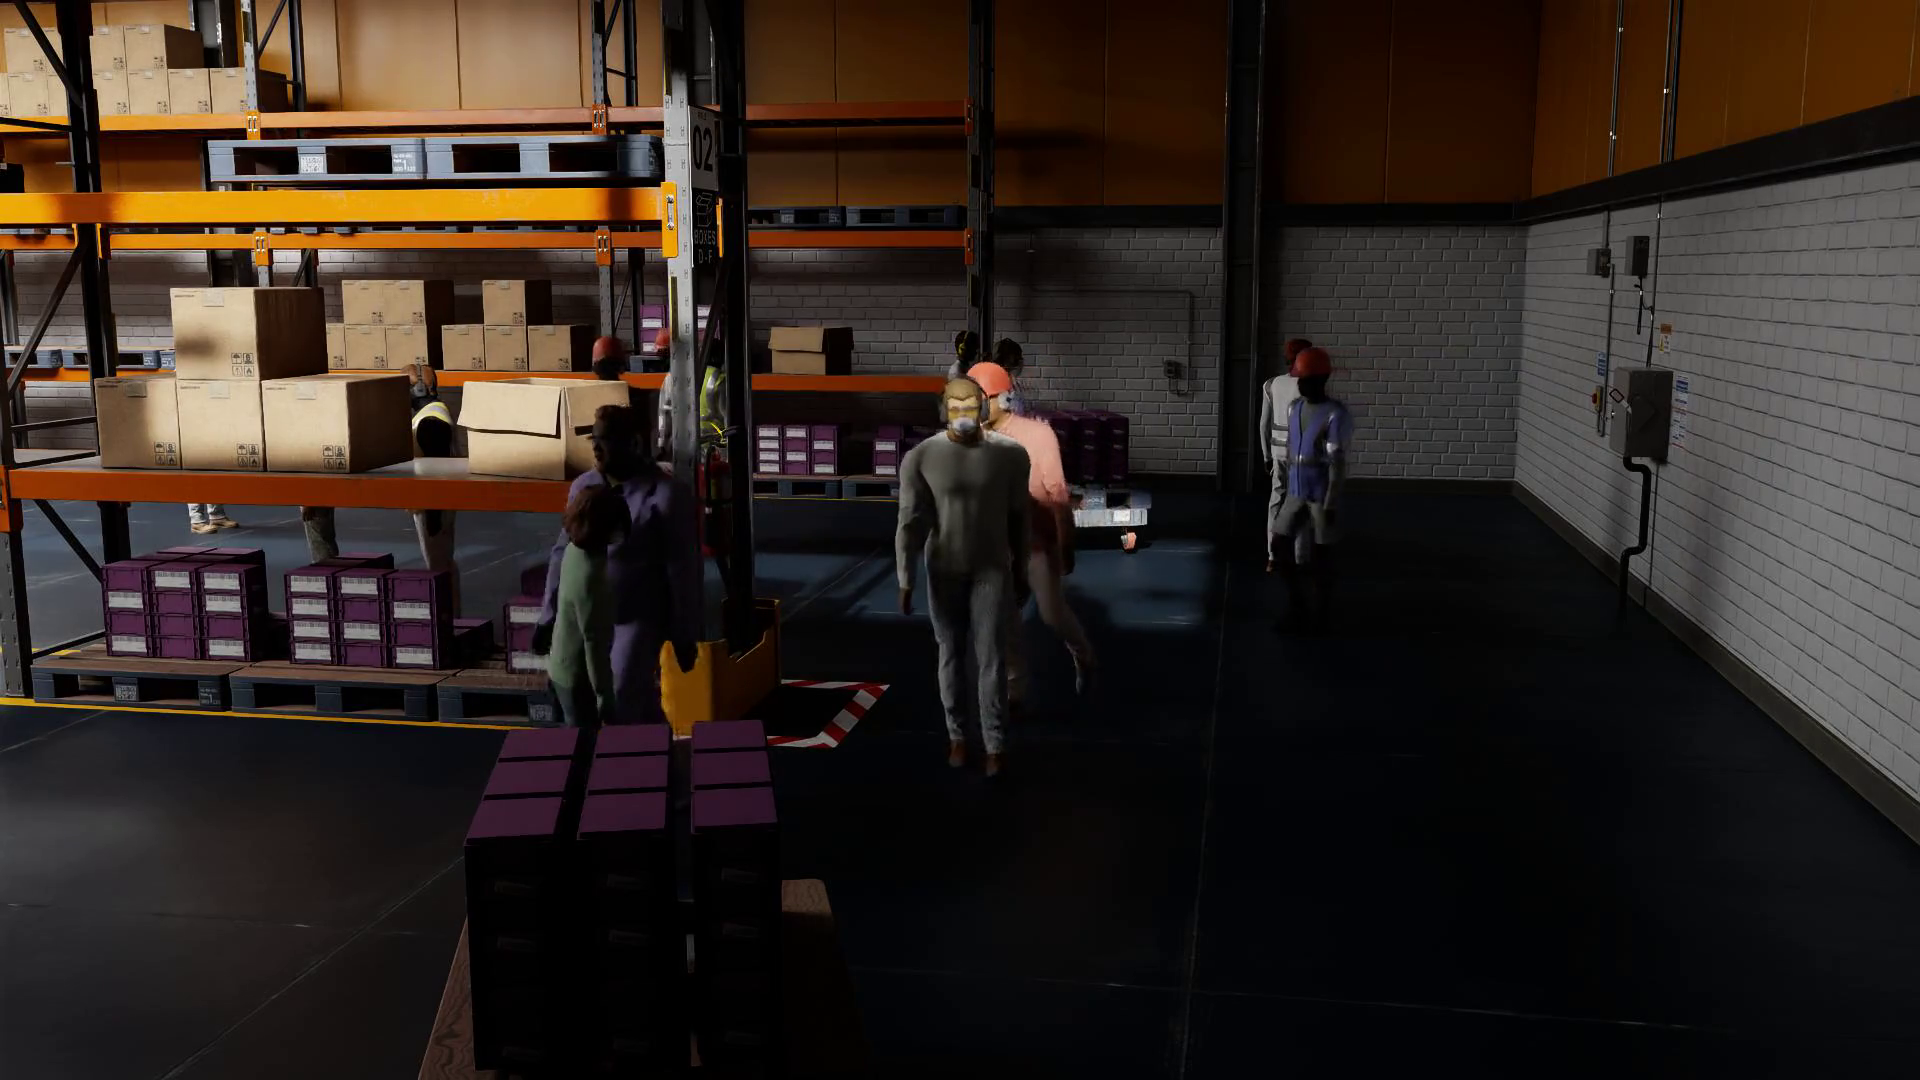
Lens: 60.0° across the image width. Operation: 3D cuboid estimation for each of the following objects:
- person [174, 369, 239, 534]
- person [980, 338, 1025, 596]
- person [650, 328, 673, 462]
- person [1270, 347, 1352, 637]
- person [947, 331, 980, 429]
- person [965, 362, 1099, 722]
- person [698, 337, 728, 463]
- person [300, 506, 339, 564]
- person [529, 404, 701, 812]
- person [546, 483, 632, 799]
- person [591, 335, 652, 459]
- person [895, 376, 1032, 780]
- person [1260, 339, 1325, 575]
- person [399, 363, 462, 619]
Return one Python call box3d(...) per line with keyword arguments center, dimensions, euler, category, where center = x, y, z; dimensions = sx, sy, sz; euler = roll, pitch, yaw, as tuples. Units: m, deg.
box3d(center=(-6.976, -0.987, 15.421), dimensions=(0.429, 1.842, 0.633), euler=(2, 9, 14), category="person")
box3d(center=(0.300, -0.508, 12.184), dimensions=(0.356, 1.933, 0.628), euler=(4, 10, 22), category="person")
box3d(center=(-2.528, -0.923, 14.784), dimensions=(0.609, 1.918, 0.559), euler=(0, 9, 1), category="person")
box3d(center=(2.266, -0.299, 10.903), dimensions=(0.532, 1.919, 0.580), euler=(-6, 11, -33), category="person")
box3d(center=(0.038, -1.032, 15.641), dimensions=(0.328, 1.865, 0.521), euler=(0, 9, 0), category="person")
box3d(center=(0.365, -0.005, 9.011), dimensions=(0.652, 1.947, 0.841), euler=(6, 11, 34), category="person")
box3d(center=(-2.135, -0.838, 14.493), dimensions=(0.625, 1.846, 0.429), euler=(8, 12, 40), category="person")
box3d(center=(-4.451, -0.338, 11.422), dimensions=(0.403, 1.835, 0.588), euler=(-3, 10, -17), category="person")
box3d(center=(-1.491, 0.368, 6.989), dimensions=(0.654, 1.856, 0.959), euler=(7, 12, 38), category="person")
box3d(center=(-1.478, 0.561, 6.562), dimensions=(0.409, 1.597, 0.538), euler=(-3, 10, -17), category="person")
box3d(center=(-2.508, -0.480, 11.918), dimensions=(0.611, 1.970, 0.914), euler=(-4, 10, -24), category="person")
box3d(center=(0.026, 0.194, 7.862), dimensions=(0.658, 1.913, 0.804), euler=(0, 9, -2), category="person")
box3d(center=(2.670, -0.660, 13.266), dimensions=(0.586, 1.882, 0.343), euler=(9, 13, 44), category="person")
box3d(center=(-3.402, -0.213, 10.671), dimensions=(0.430, 1.837, 0.628), euler=(-4, 10, -22), category="person")
